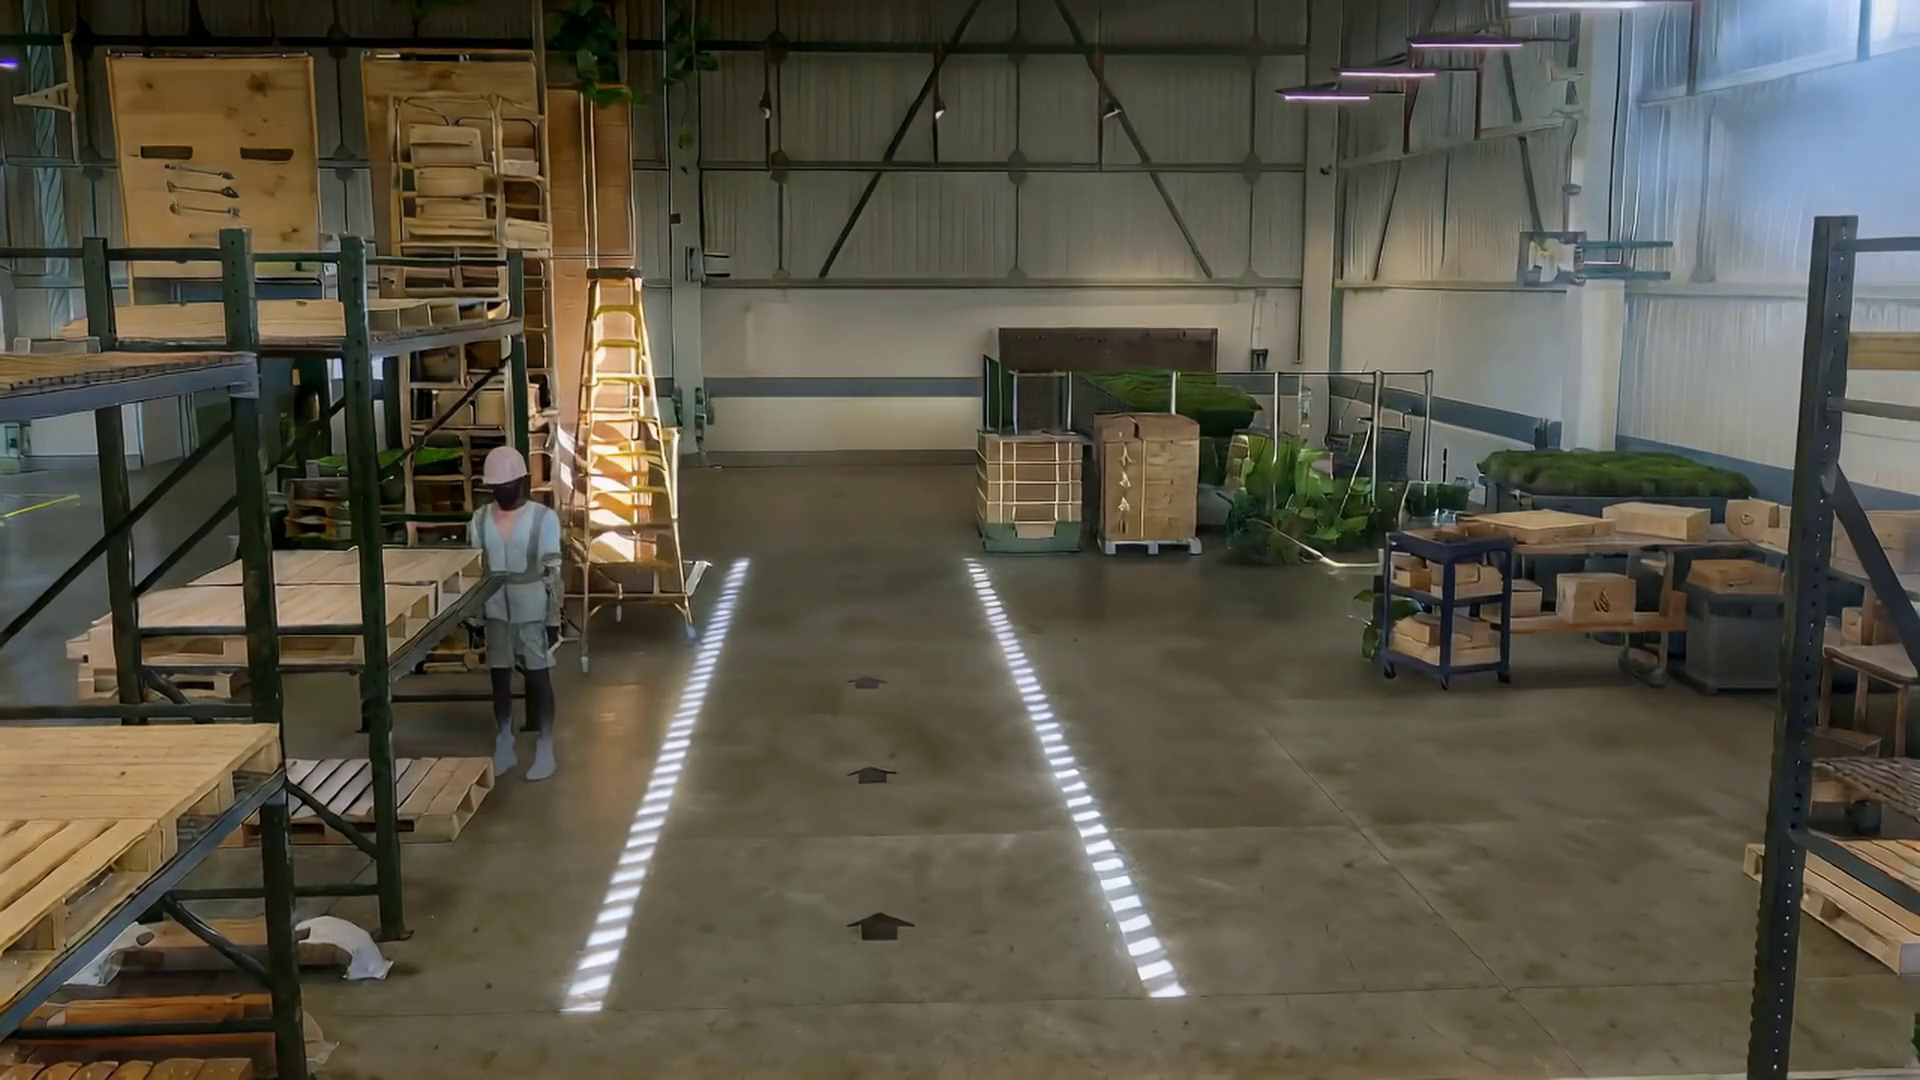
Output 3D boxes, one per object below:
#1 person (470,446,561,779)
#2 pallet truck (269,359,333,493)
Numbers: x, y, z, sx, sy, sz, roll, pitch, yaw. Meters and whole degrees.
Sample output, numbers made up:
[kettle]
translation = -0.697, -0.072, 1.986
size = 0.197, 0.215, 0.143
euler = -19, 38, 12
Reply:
[person]
translation = -2.535, 0.420, 9.505
size = 0.547, 1.927, 0.390
euler = 1, 9, 9
[pallet truck]
translation = -7.062, -1.131, 18.996
size = 1.885, 1.965, 0.823
euler = 2, 9, 13
